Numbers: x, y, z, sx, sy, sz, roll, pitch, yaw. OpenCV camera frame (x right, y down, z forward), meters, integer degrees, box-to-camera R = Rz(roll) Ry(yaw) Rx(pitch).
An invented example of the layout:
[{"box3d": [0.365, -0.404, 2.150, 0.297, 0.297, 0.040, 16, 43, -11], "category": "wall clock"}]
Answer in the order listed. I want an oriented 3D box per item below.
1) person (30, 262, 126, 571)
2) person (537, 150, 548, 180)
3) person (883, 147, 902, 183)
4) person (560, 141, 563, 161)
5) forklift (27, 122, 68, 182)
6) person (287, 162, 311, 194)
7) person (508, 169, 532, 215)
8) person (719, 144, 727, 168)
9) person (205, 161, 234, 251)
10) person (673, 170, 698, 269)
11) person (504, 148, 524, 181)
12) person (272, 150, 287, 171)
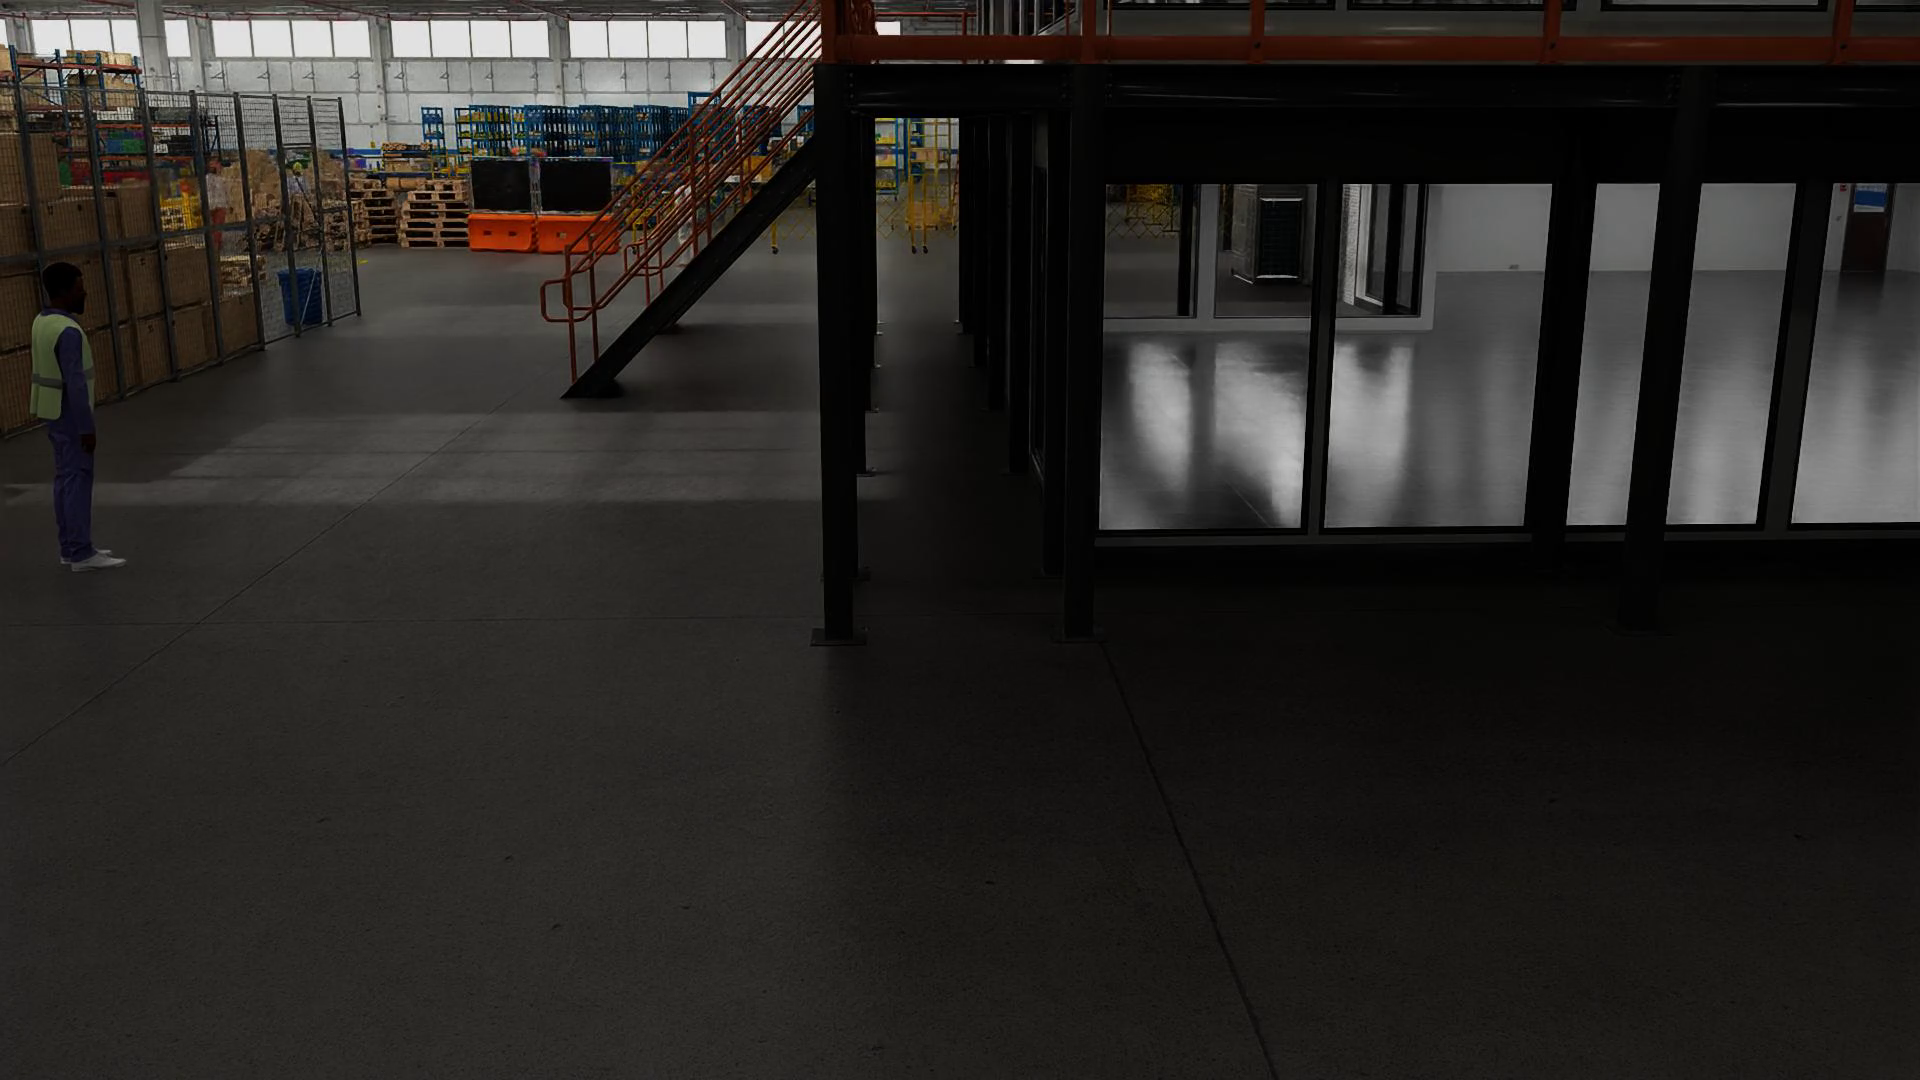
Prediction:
[{"box3d": [-5.530, -0.754, 10.317, 0.383, 1.914, 0.595, -13, 19, -41], "category": "person"}, {"box3d": [-13.311, -11.485, 53.194, 0.433, 1.921, 0.565, 6, 15, 23], "category": "person"}, {"box3d": [-3.145, -17.303, 76.396, 1.026, 1.934, 0.654, 4, 15, 16], "category": "person"}, {"box3d": [-21.766, -20.918, 91.038, 0.374, 1.841, 0.575, -3, 14, -13], "category": "person"}, {"box3d": [-35.376, -14.773, 64.377, 1.129, 2.768, 1.873, -1, 14, -2], "category": "forklift"}, {"box3d": [-16.187, -8.330, 40.774, 0.588, 1.822, 0.403, -12, 18, -39], "category": "person"}, {"box3d": [-10.540, -8.023, 39.831, 0.964, 1.675, 0.489, 2, 14, 8], "category": "person"}, {"box3d": [-11.321, -17.958, 79.222, 0.404, 1.836, 0.599, -6, 15, -22], "category": "person"}, {"box3d": [-16.326, -7.348, 36.630, 0.617, 1.917, 1.084, -1, 14, -4], "category": "person"}, {"box3d": [-5.248, -6.128, 31.864, 0.479, 1.880, 0.581, 10, 17, 35], "category": "person"}, {"box3d": [-14.428, -11.683, 53.872, 0.602, 1.992, 1.003, -10, 17, -34], "category": "person"}, {"box3d": [-23.027, -12.251, 56.320, 0.657, 1.884, 0.705, 1, 14, 4], "category": "person"}]
